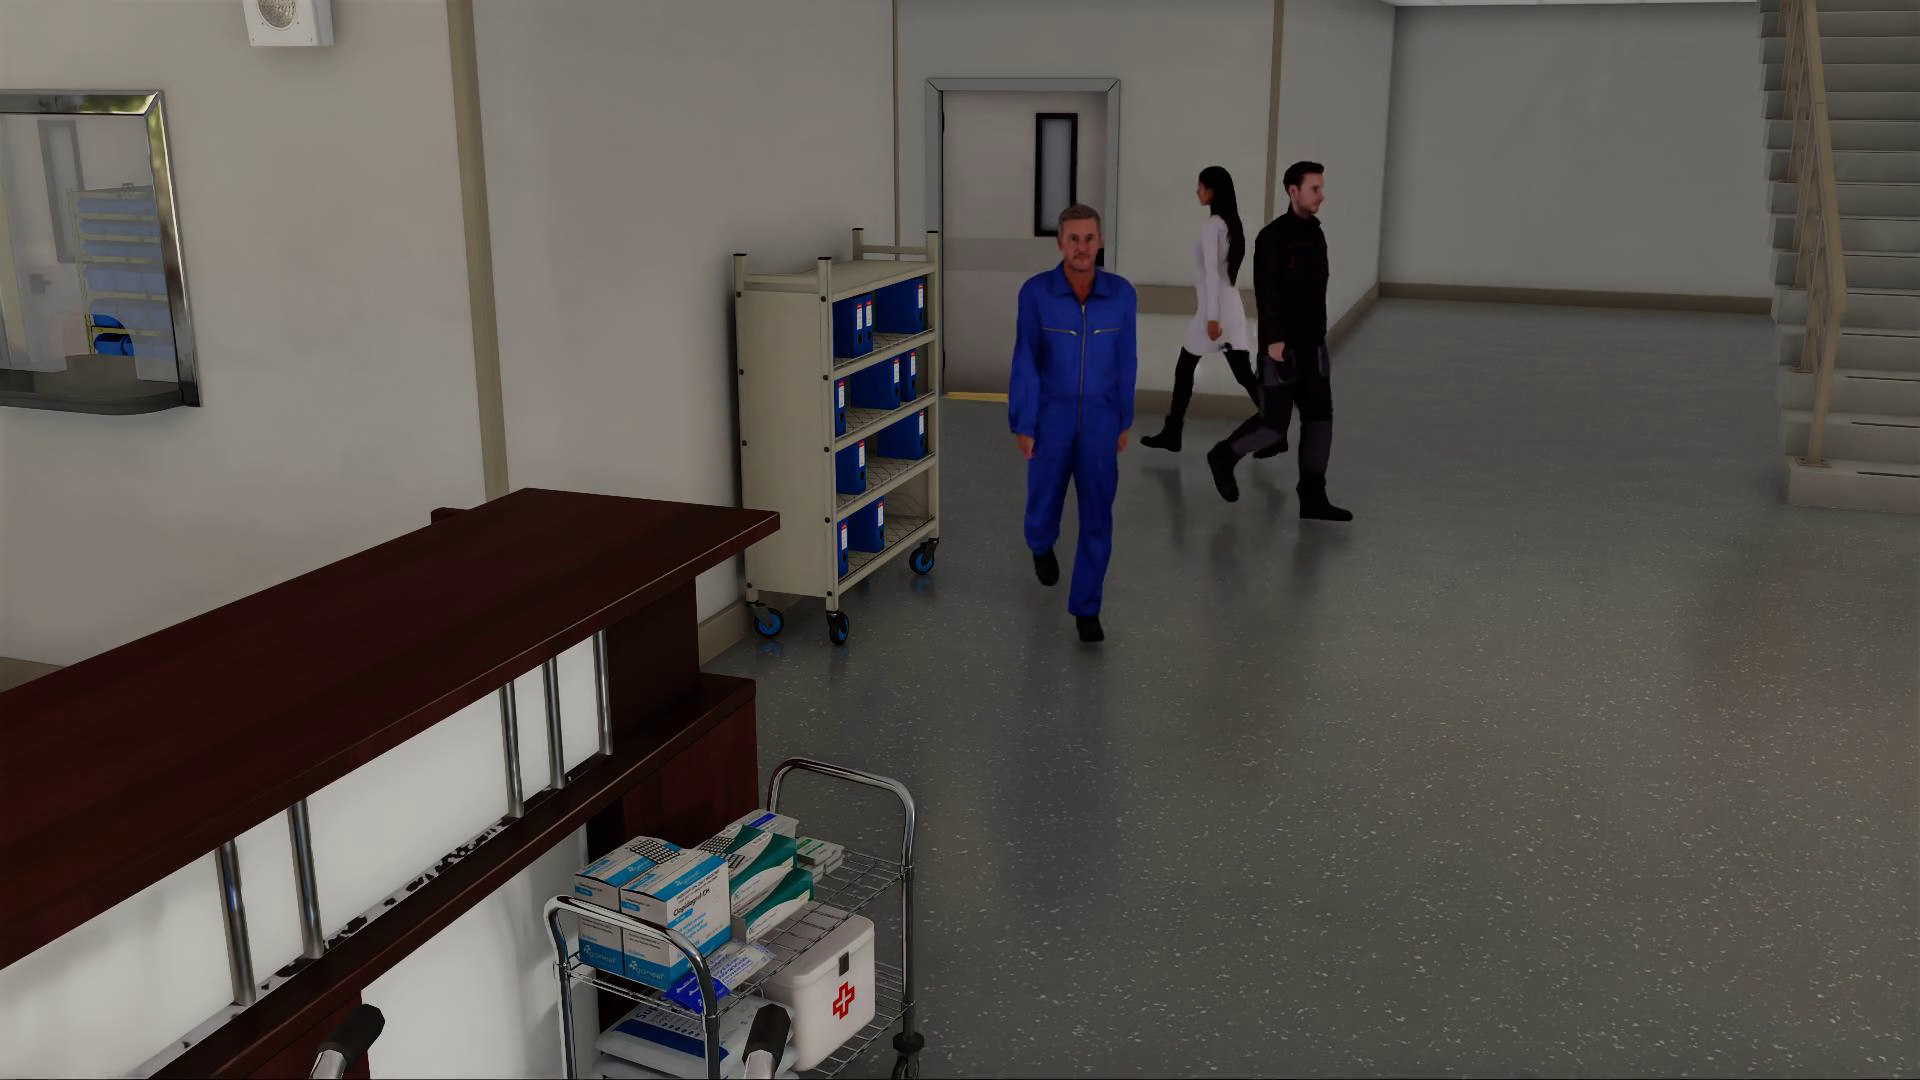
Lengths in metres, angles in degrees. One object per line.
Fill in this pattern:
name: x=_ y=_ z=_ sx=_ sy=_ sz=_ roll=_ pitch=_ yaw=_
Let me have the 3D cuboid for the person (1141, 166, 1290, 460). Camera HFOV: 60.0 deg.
person: x=1.649 y=-1.304 z=10.025 sx=0.896 sy=1.755 sz=1.210 roll=11 pitch=19 yaw=34

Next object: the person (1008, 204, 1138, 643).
person: x=0.473 y=-0.507 z=7.122 sx=1.002 sy=1.796 sz=1.215 roll=-1 pitch=16 yaw=-4

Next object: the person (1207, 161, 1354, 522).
person: x=1.683 y=-1.026 z=8.786 sx=1.120 sy=1.892 sz=1.065 roll=-15 pitch=21 yaw=-42
